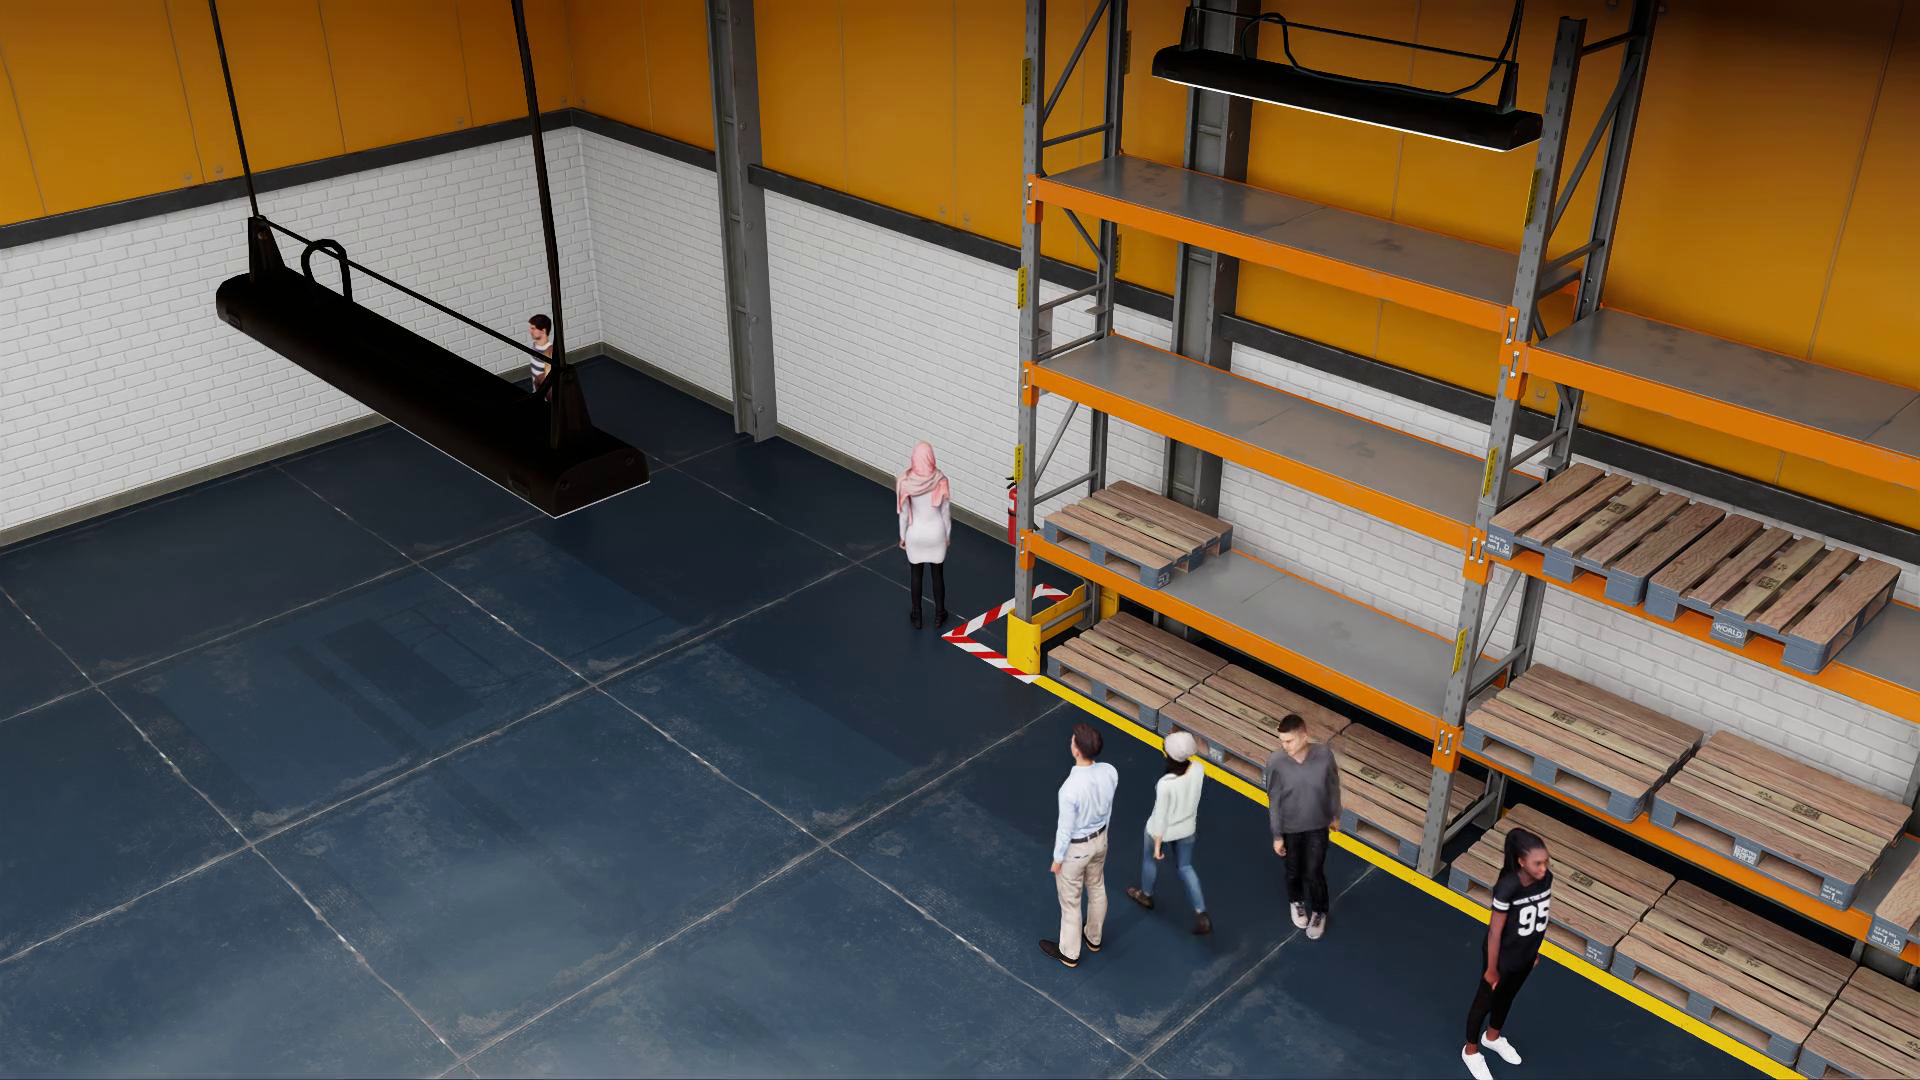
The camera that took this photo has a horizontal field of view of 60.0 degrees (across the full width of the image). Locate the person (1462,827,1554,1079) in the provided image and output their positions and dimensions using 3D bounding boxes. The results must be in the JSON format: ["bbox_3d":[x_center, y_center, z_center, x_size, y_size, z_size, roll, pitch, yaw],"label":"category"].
[{"bbox_3d":[3.318,2.485,10.035,0.666,1.728,0.653,-16,32,-26],"label":"person"}]

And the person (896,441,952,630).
[{"bbox_3d":[-0.299,-0.041,14.588,0.737,1.803,0.794,-1,29,-1],"label":"person"}]

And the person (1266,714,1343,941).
[{"bbox_3d":[2.313,1.880,11.142,0.799,1.731,0.881,-4,29,-7],"label":"person"}]

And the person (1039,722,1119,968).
[{"bbox_3d":[0.792,1.983,10.830,0.646,1.848,0.610,-23,36,-36],"label":"person"}]

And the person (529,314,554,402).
[{"bbox_3d":[-4.211,-1.458,17.131,0.717,1.855,0.478,-23,36,-35],"label":"person"}]

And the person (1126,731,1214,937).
[{"bbox_3d":[1.472,1.966,11.106,0.753,1.614,1.086,-13,31,-22],"label":"person"}]
